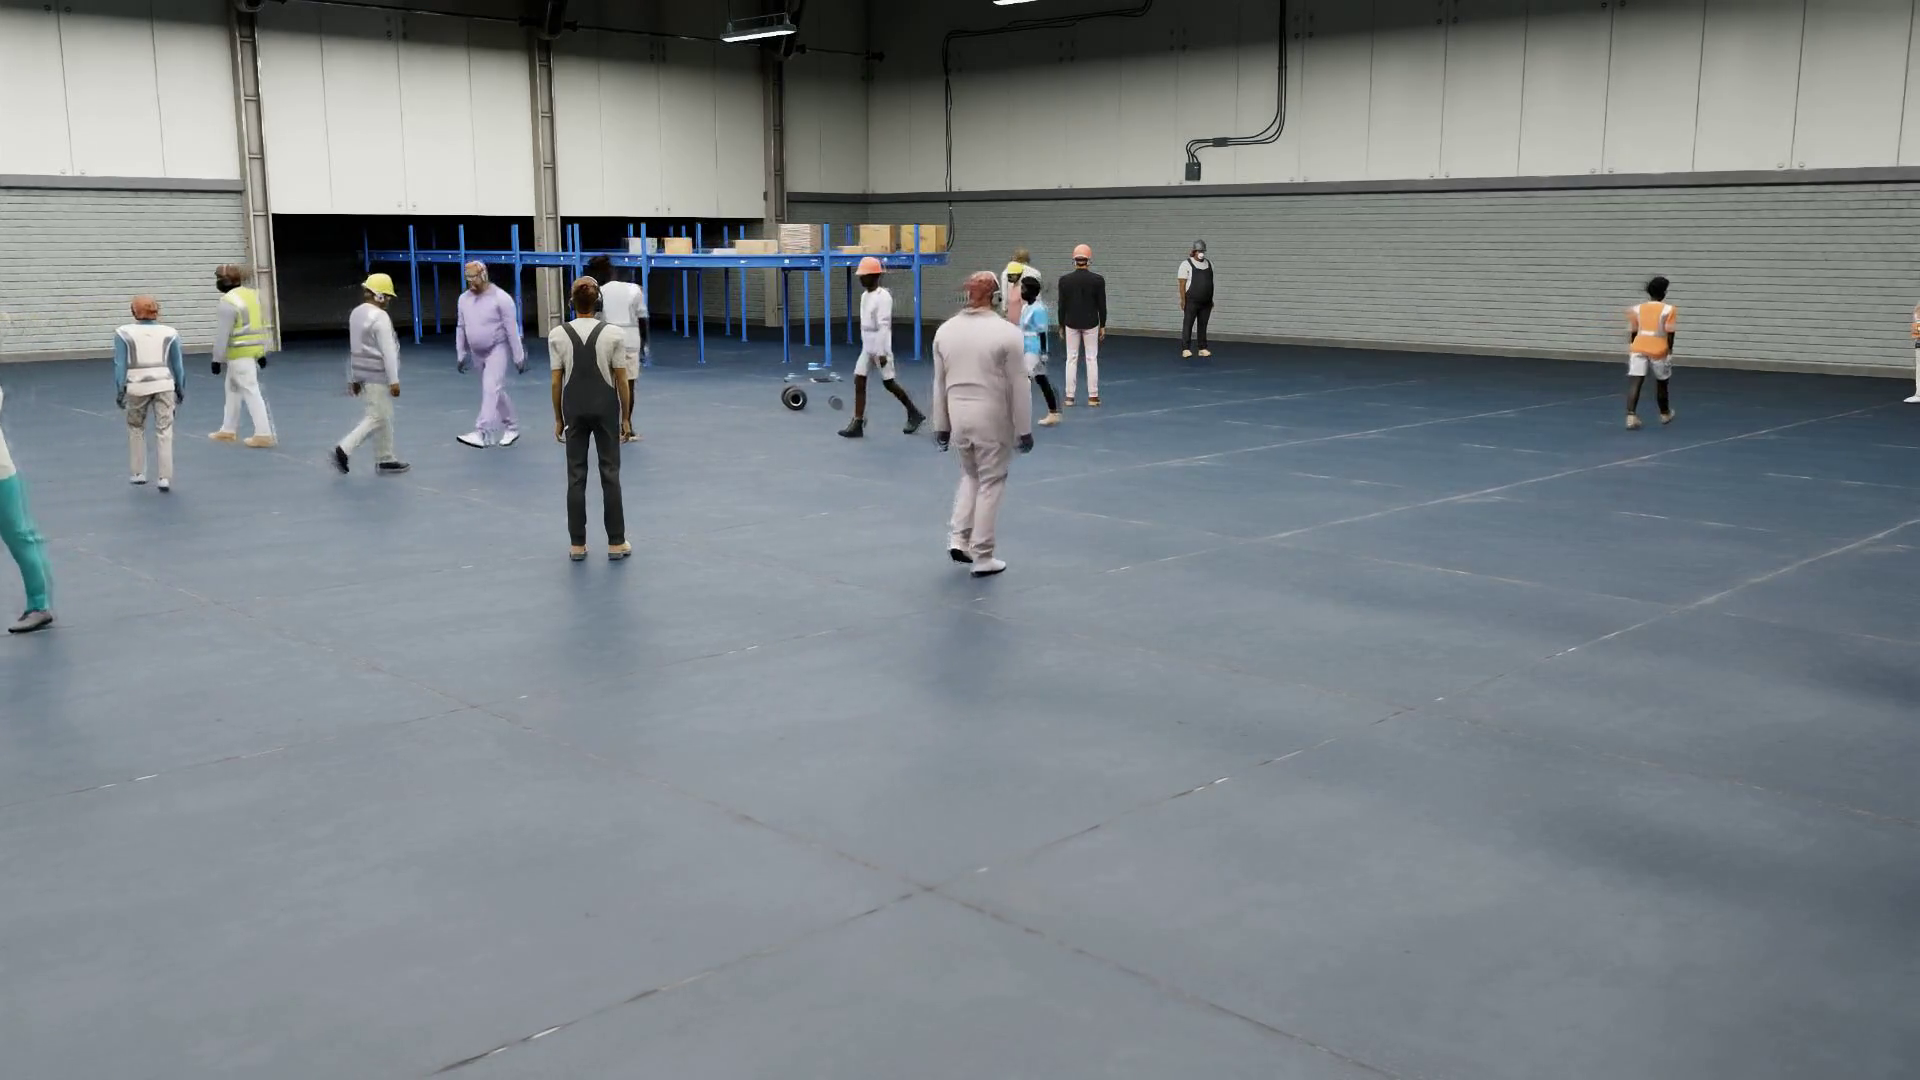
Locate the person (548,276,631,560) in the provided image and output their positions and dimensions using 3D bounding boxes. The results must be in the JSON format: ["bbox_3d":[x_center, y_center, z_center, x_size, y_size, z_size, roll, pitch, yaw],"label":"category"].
[{"bbox_3d":[-2.415,-0.796,10.902,0.507,1.846,0.345,-1,10,-5],"label":"person"}]

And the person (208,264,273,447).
[{"bbox_3d":[-7.337,-1.842,16.685,0.864,1.806,0.654,0,10,1],"label":"person"}]

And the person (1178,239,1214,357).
[{"bbox_3d":[4.186,-4.212,29.115,0.689,2.000,0.537,-4,11,-23],"label":"person"}]

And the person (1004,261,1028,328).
[{"bbox_3d":[0.804,-2.936,22.831,0.434,1.757,0.535,-6,12,-31],"label":"person"}]

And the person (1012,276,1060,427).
[{"bbox_3d":[0.731,-2.070,18.341,0.868,1.650,0.539,-2,11,-10],"label":"person"}]

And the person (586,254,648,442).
[{"bbox_3d":[-3.538,-1.978,17.157,0.641,1.928,0.391,-2,11,-12],"label":"person"}]

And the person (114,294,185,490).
[{"bbox_3d":[-6.796,-1.243,13.942,0.552,1.613,0.665,-7,13,-35],"label":"person"}]

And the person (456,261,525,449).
[{"bbox_3d":[-4.692,-1.829,16.550,0.684,1.860,1.053,5,12,26],"label":"person"}]

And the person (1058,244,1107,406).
[{"bbox_3d":[1.527,-2.682,20.778,0.612,1.995,0.377,2,11,9],"label":"person"}]

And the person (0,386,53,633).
[{"bbox_3d":[-5.193,-0.314,8.636,0.531,1.717,0.915,4,11,22],"label":"person"}]

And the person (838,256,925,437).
[{"bbox_3d":[-0.819,-2.054,17.642,0.955,1.904,0.559,-6,12,-31],"label":"person"}]

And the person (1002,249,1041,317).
[{"bbox_3d":[0.991,-3.726,26.782,0.641,1.888,1.011,1,10,5],"label":"person"}]

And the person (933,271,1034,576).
[{"bbox_3d":[0.162,-0.727,10.421,0.645,1.893,0.432,8,13,36],"label":"person"}]

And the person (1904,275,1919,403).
[{"bbox_3d":[12.202,-2.555,21.055,0.306,1.639,0.524,8,13,36],"label":"person"}]

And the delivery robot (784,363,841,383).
[{"bbox_3d":[-1.819,-2.064,20.489,0.698,0.223,0.335,-2,11,-11],"label":"delivery robot"}]

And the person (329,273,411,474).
[{"bbox_3d":[-5.229,-1.445,14.624,0.728,1.785,0.600,-9,14,-40],"label":"person"}]

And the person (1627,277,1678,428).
[{"bbox_3d":[7.657,-2.070,18.358,0.887,1.642,0.551,-10,14,-42],"label":"person"}]

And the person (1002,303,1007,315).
[{"bbox_3d":[1.032,-4.248,30.413,0.542,1.587,0.774,-2,11,-9],"label":"person"}]
